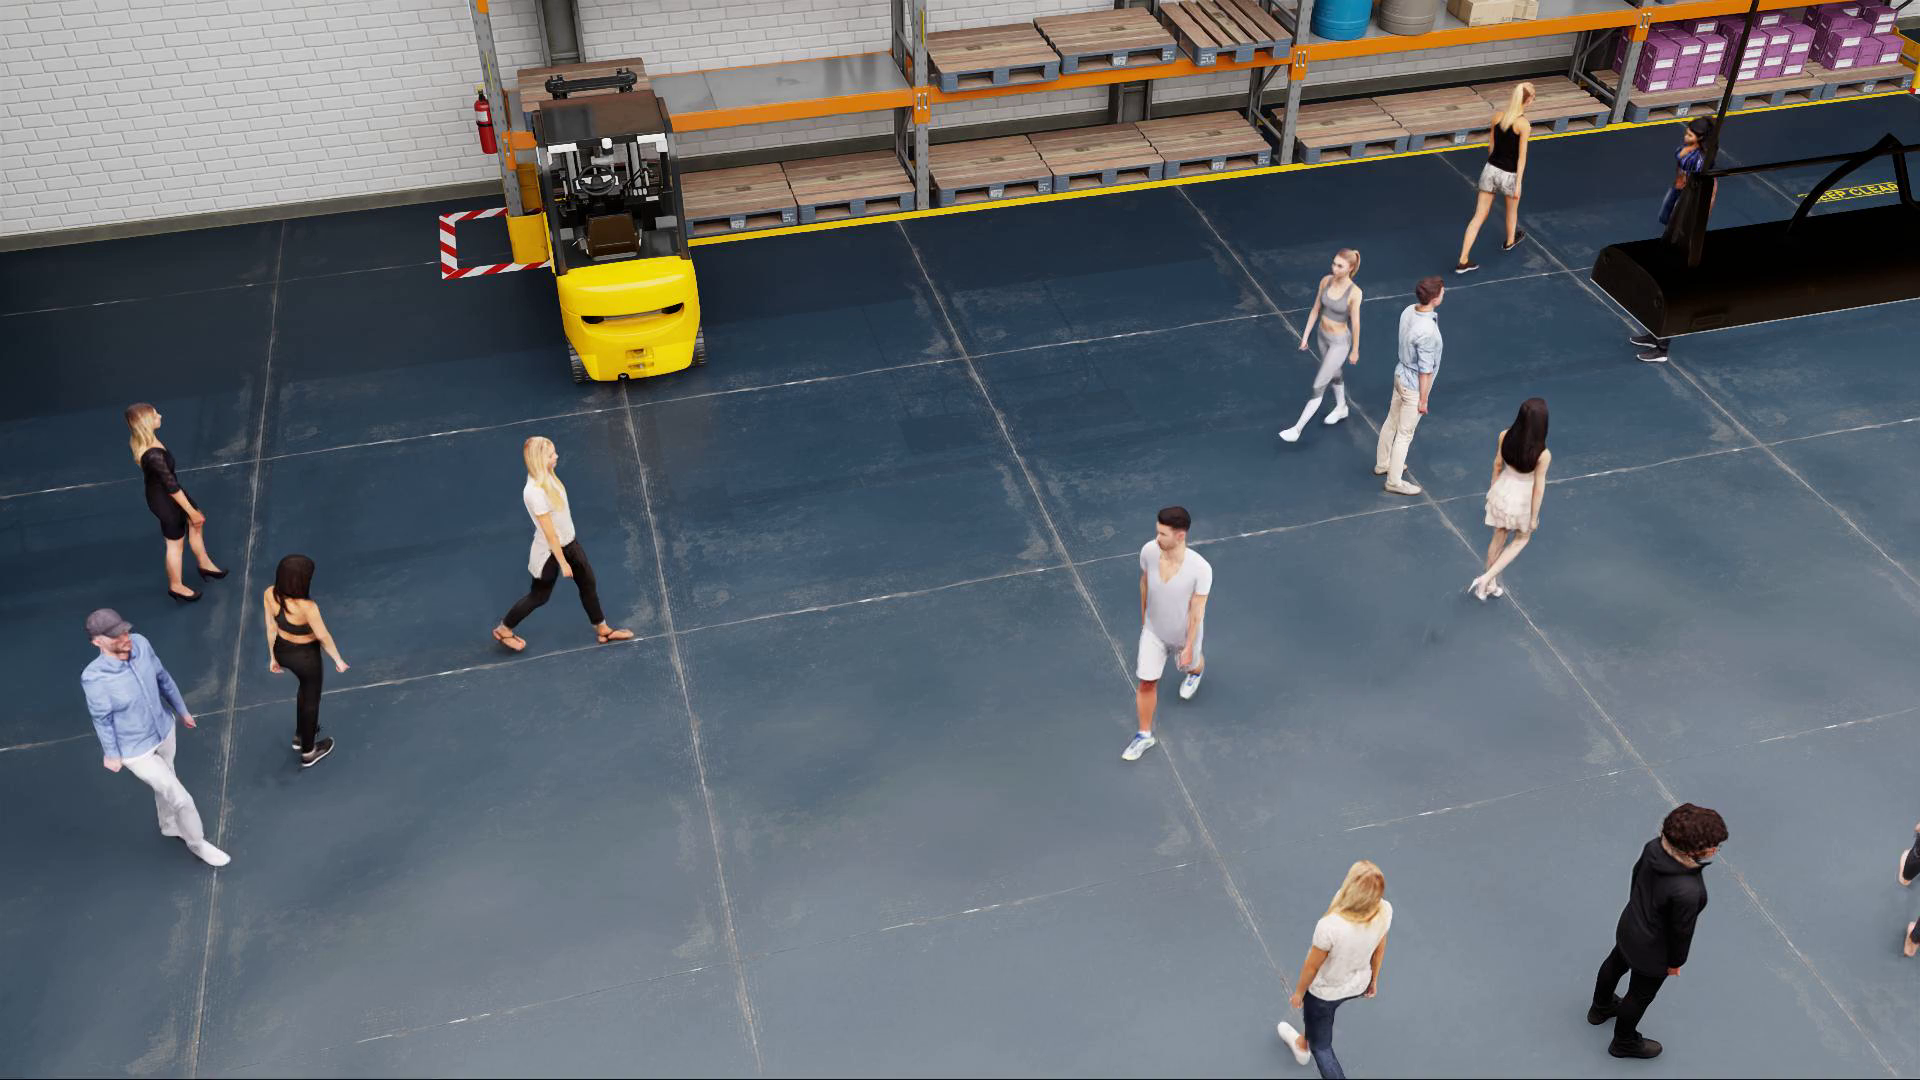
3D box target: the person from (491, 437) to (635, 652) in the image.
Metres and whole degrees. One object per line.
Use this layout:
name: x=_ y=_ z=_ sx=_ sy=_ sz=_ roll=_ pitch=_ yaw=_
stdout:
person: x=-2.853 y=0.091 z=11.217 sx=1.236 sy=1.782 sz=0.744 roll=-2 pitch=39 yaw=-2

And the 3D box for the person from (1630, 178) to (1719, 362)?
person: x=6.177 y=-2.352 z=14.303 sx=0.639 sy=1.748 sz=0.643 roll=4 pitch=39 yaw=5

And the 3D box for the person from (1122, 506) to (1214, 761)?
person: x=1.430 y=0.513 z=10.676 sx=1.206 sy=1.799 sz=1.279 roll=20 pitch=43 yaw=23

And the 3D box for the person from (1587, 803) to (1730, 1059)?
person: x=3.646 y=2.059 z=8.757 sx=0.599 sy=1.778 sz=0.640 roll=-6 pitch=39 yaw=-7

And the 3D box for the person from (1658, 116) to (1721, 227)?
person: x=6.808 y=-3.230 z=15.518 sx=0.812 sy=1.605 sz=0.715 roll=1 pitch=39 yaw=2

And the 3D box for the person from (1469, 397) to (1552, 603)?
person: x=3.815 y=-0.218 z=11.647 sx=0.802 sy=1.729 sz=0.725 roll=-26 pitch=45 yaw=-28

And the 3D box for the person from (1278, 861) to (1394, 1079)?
person: x=1.949 y=2.332 z=8.412 sx=1.079 sy=1.780 sz=0.787 roll=-16 pitch=41 yaw=-19

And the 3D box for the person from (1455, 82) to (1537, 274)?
person: x=4.980 y=-3.343 z=15.521 sx=1.299 sy=1.779 sz=1.012 roll=-27 pitch=46 yaw=-30

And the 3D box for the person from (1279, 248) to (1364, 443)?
person: x=3.068 y=-1.599 z=13.429 sx=1.169 sy=1.663 sz=0.859 roll=-24 pitch=45 yaw=-27

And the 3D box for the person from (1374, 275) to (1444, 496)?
person: x=3.469 y=-1.209 z=12.793 sx=0.607 sy=1.848 sz=0.683 roll=-3 pitch=39 yaw=-4

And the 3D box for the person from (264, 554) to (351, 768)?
person: x=-4.205 y=0.783 z=10.495 sx=0.724 sy=1.602 sz=0.791 roll=8 pitch=39 yaw=10

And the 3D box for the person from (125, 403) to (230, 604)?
person: x=-5.656 y=-0.220 z=11.707 sx=0.771 sy=1.657 sz=0.696 roll=-25 pitch=45 yaw=-27

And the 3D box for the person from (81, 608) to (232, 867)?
person: x=-4.897 y=1.129 z=9.849 sx=0.990 sy=1.867 sz=0.910 roll=12 pitch=40 yaw=14
